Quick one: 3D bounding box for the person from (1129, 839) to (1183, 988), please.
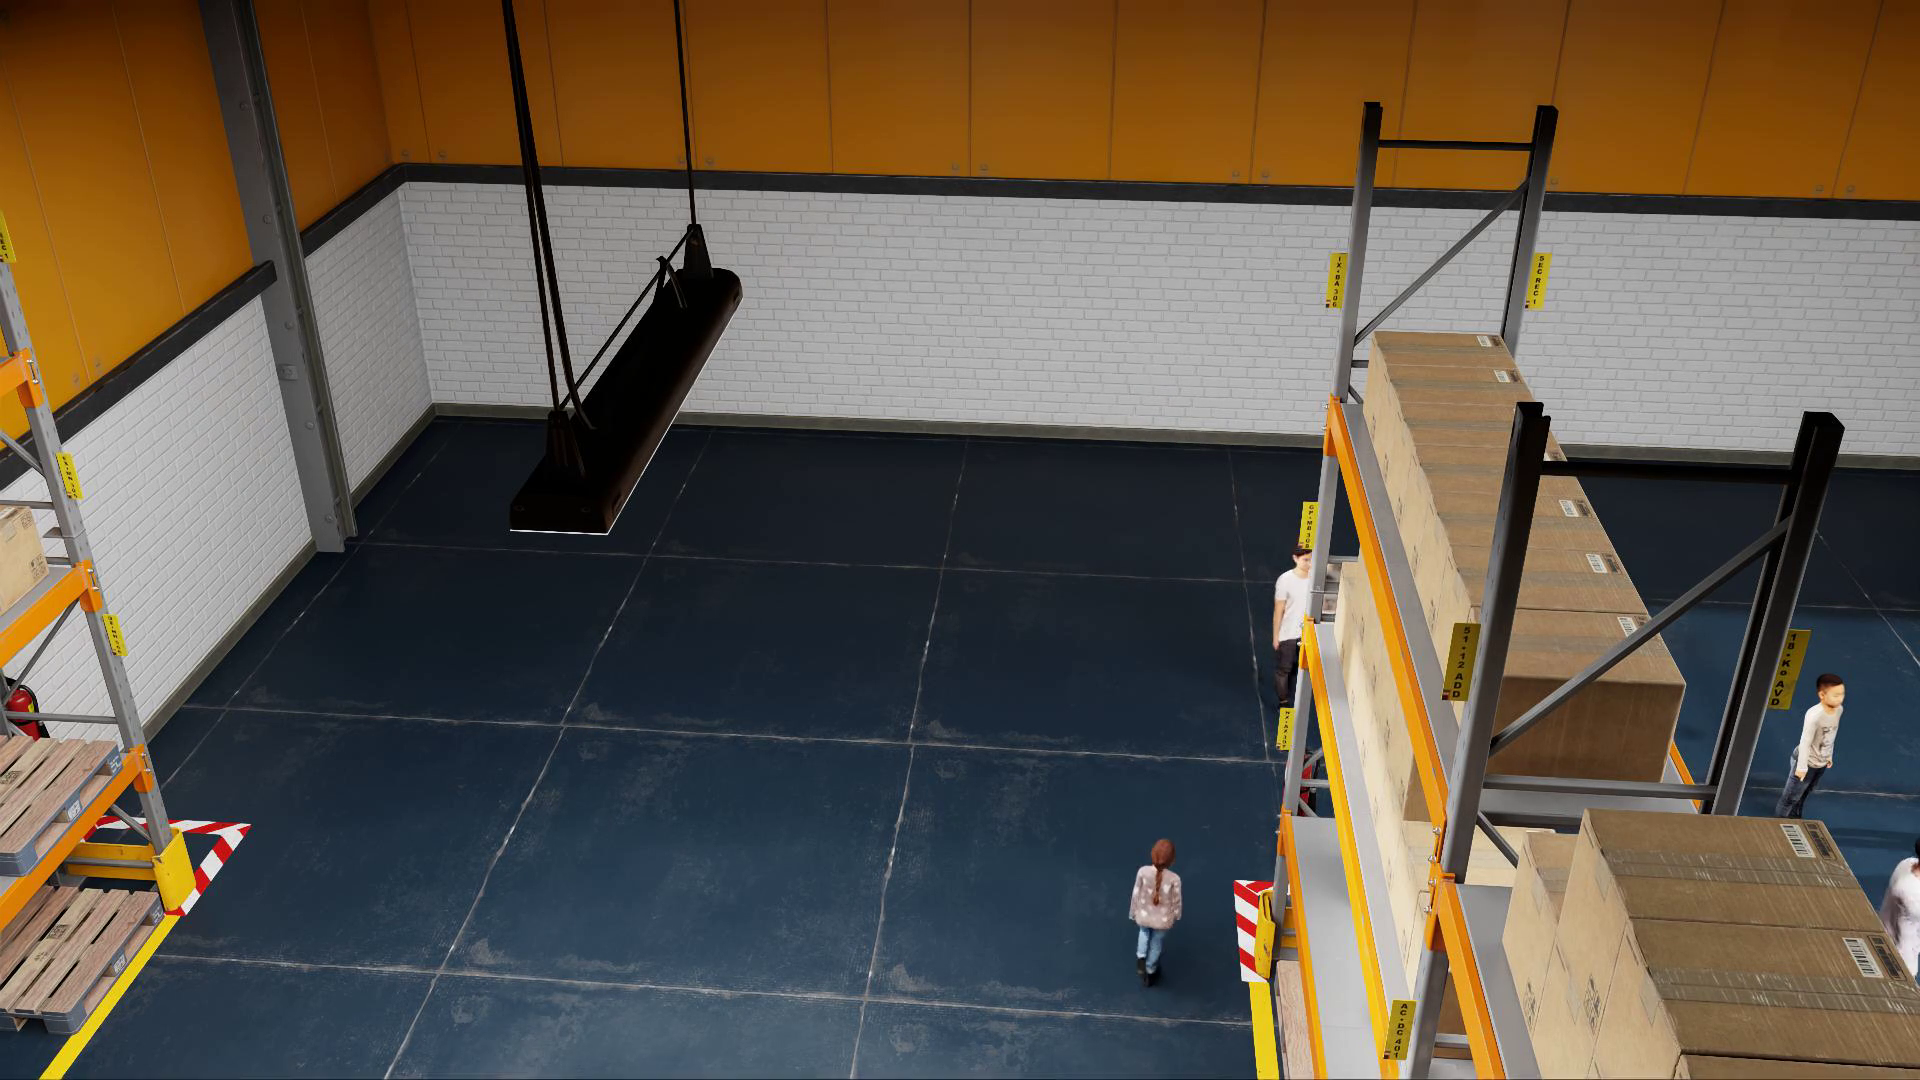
[{"bbox_3d":[1.308,2.552,11.234,0.546,1.184,0.562,9,30,16],"label":"person"}]

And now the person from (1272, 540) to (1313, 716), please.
[{"bbox_3d":[2.804,0.708,14.061,0.768,1.714,0.854,-8,30,-15],"label":"person"}]

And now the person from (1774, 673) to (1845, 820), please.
[{"bbox_3d":[6.436,1.654,12.587,0.628,1.465,0.672,-18,33,-29],"label":"person"}]
